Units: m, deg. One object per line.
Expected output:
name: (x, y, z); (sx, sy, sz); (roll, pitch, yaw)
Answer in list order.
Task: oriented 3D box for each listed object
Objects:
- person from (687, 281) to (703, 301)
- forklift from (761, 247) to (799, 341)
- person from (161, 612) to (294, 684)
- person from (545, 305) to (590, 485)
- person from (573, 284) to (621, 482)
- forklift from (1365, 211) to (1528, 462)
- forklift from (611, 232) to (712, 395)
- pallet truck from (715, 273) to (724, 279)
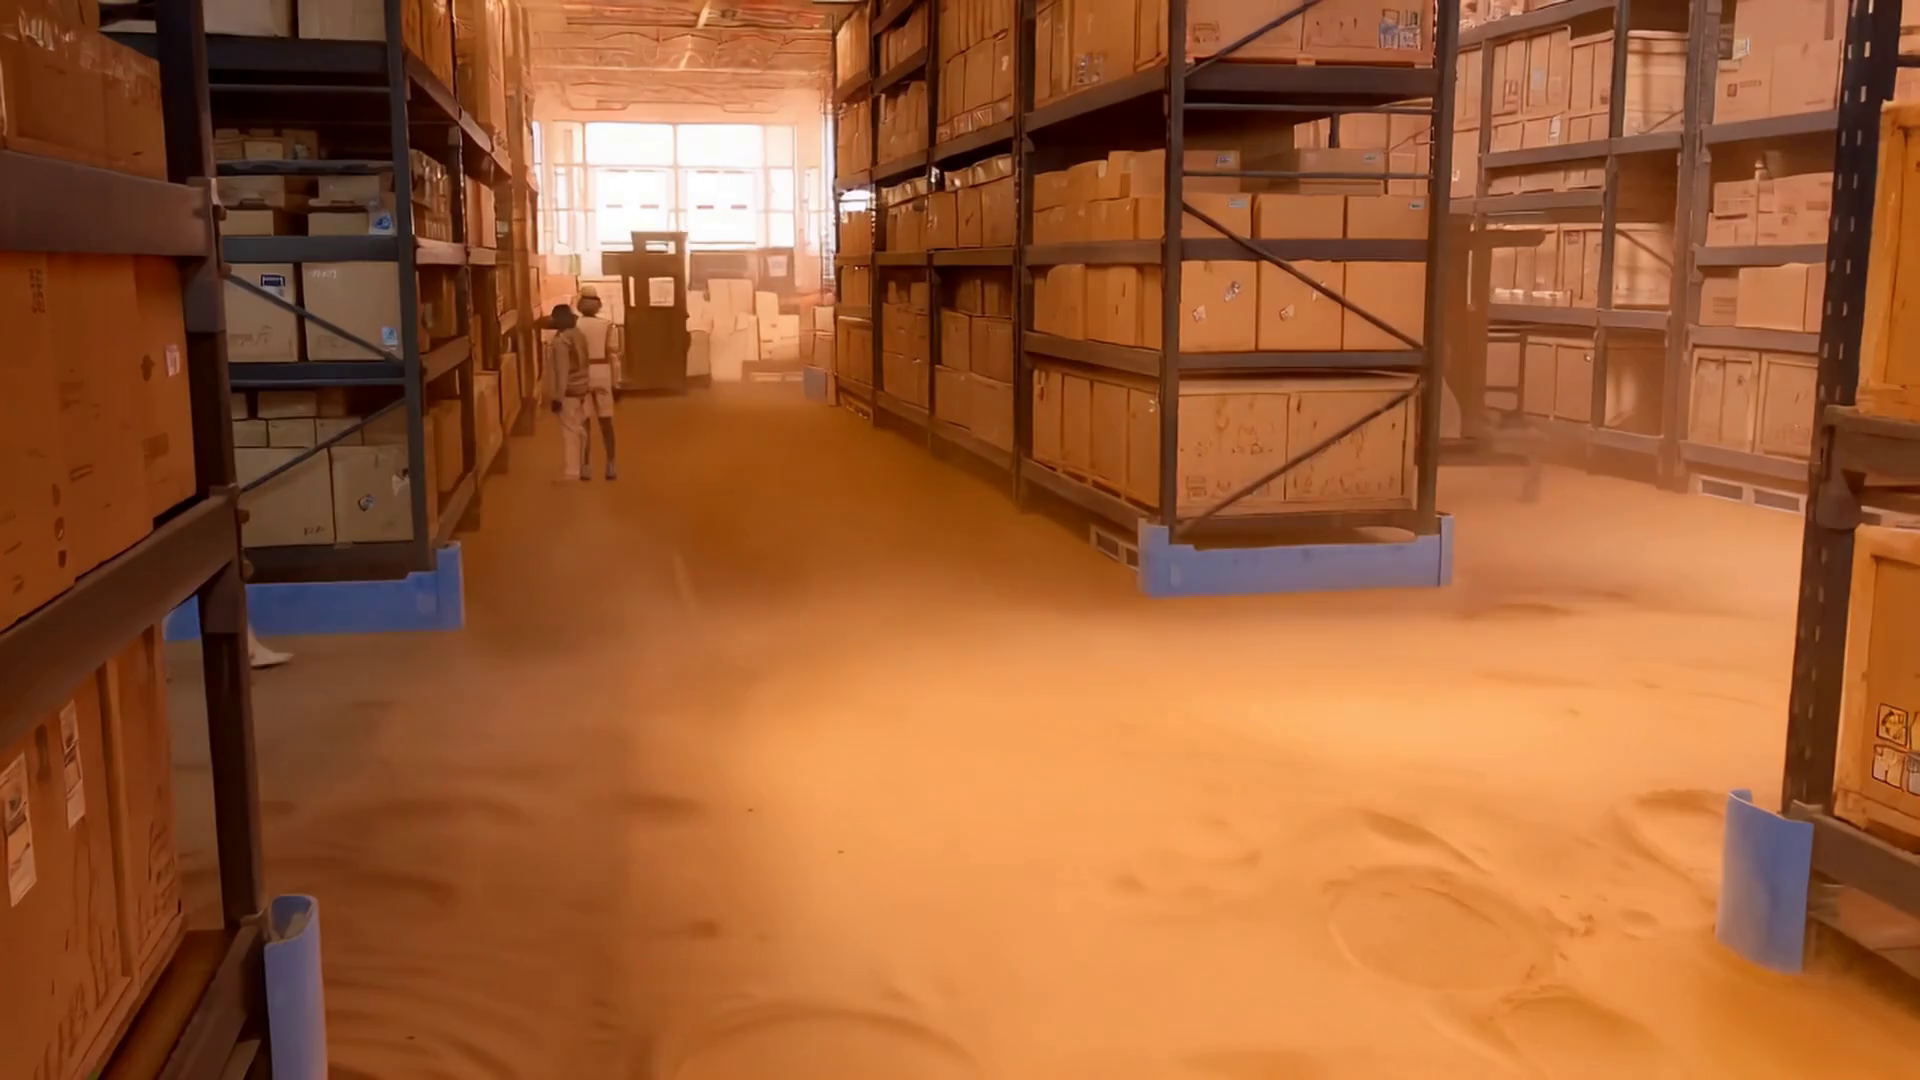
person: (-6.529, -5.601, 41.988); (0.674, 1.887, 0.608); (3, 10, 15)
forklift: (-5.458, -7.384, 49.829); (1.129, 2.768, 1.873); (-2, 10, -12)
person: (-4.104, -0.022, 8.884); (0.876, 1.588, 0.543); (-4, 10, -22)
person: (-4.018, -1.482, 17.028); (0.430, 1.841, 0.624); (2, 10, 12)
person: (-3.836, -1.627, 17.290); (0.614, 2.041, 0.393); (-4, 10, -23)
forklift: (5.369, -2.304, 18.867); (1.873, 2.768, 1.129); (-2, 10, -12)
forklift: (-5.243, -4.010, 29.268); (1.129, 2.768, 1.873); (3, 10, 16)
pallet truck: (-8.580, -8.986, 62.280); (1.885, 1.965, 0.823); (1, 9, 5)
